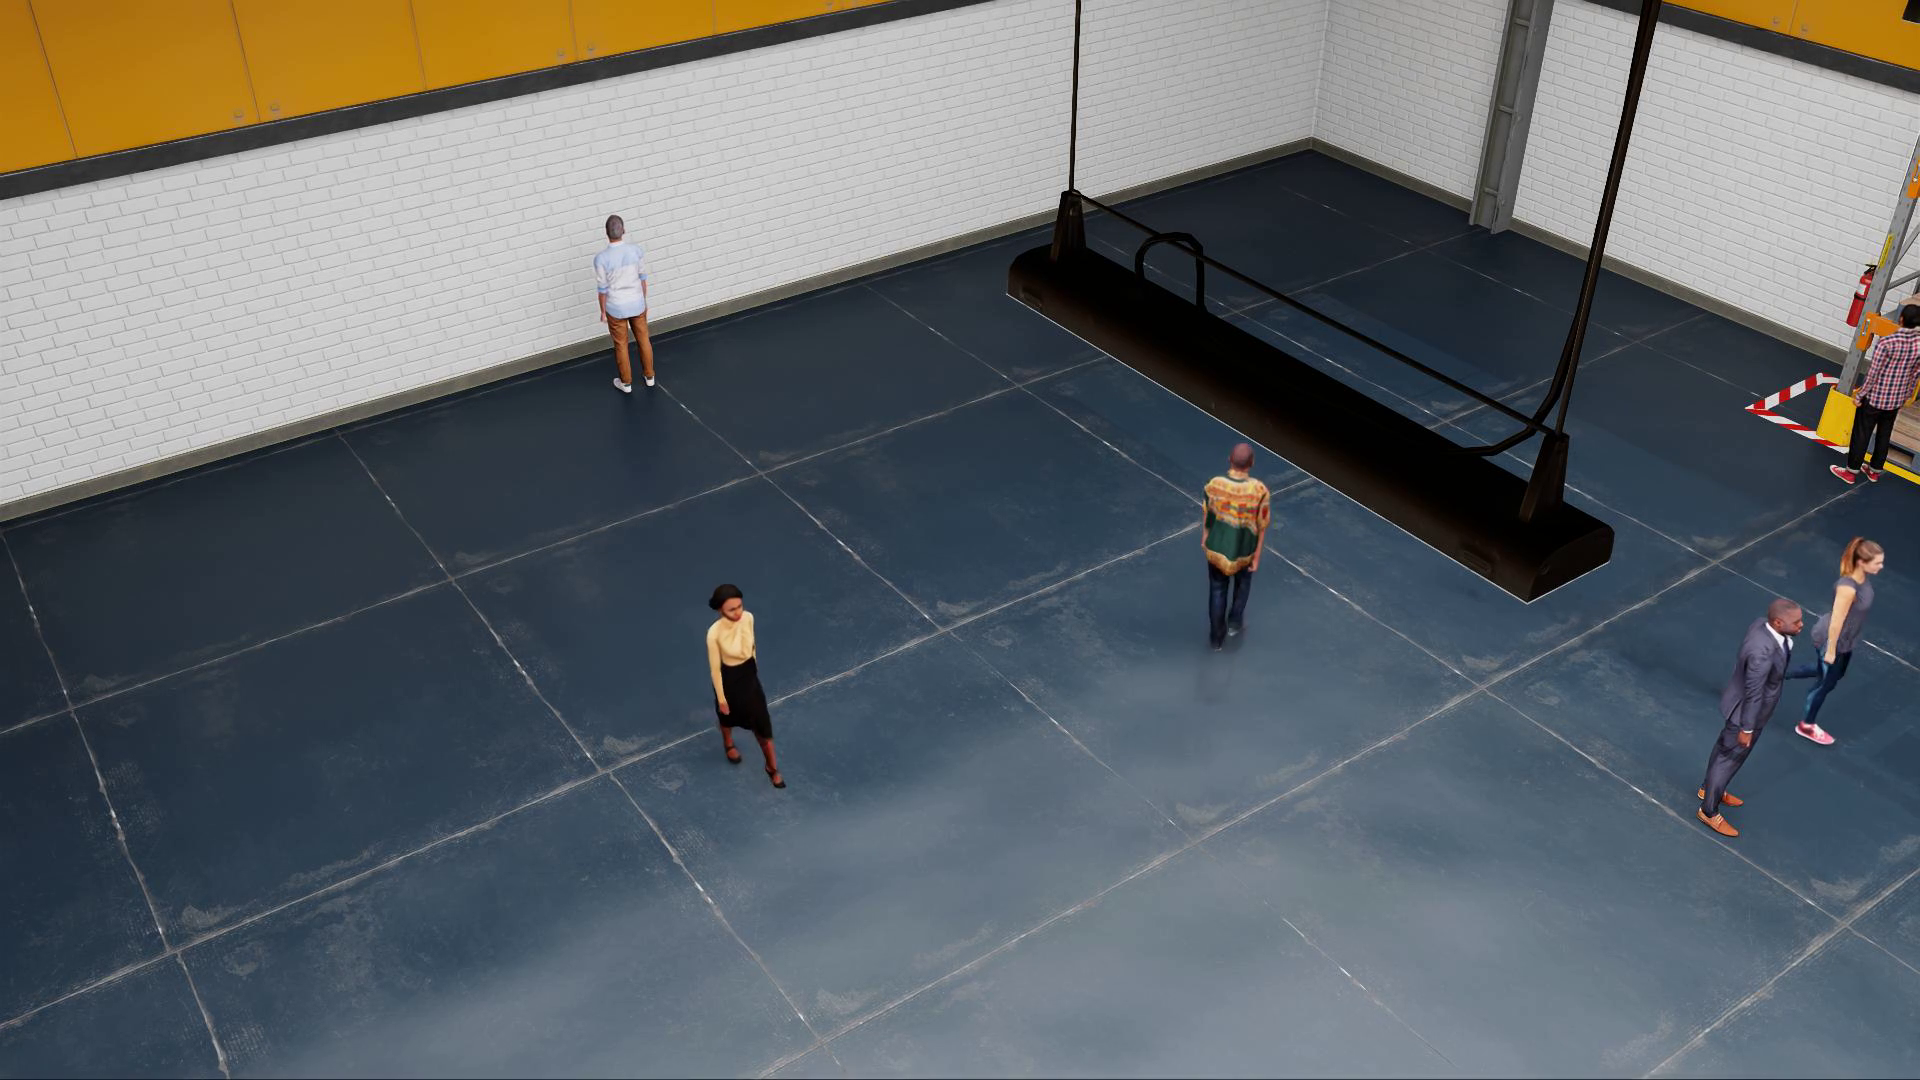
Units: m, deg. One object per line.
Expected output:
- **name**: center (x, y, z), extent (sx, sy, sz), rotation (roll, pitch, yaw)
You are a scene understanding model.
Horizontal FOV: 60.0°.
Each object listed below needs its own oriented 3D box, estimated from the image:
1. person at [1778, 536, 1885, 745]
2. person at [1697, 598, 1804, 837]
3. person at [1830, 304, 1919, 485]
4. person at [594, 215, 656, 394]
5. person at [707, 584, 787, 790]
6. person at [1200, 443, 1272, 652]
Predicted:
- **person**: center (6.227, 0.698, 11.998), extent (0.901, 1.710, 0.674), rotation (27, 42, 34)
- **person**: center (5.317, 1.141, 11.229), extent (0.765, 1.824, 0.785), rotation (16, 37, 23)
- **person**: center (8.328, -1.322, 14.990), extent (0.782, 1.761, 0.756), rotation (-4, 34, -6)
- **person**: center (-3.312, -2.339, 16.462), extent (0.699, 1.827, 0.591), rotation (-18, 37, -24)
- **person**: center (-1.618, 0.972, 11.662), extent (0.657, 1.625, 0.924), rotation (-26, 42, -34)
- **person**: center (2.074, 0.097, 12.826), extent (0.861, 1.793, 0.924), rotation (8, 34, 12)
